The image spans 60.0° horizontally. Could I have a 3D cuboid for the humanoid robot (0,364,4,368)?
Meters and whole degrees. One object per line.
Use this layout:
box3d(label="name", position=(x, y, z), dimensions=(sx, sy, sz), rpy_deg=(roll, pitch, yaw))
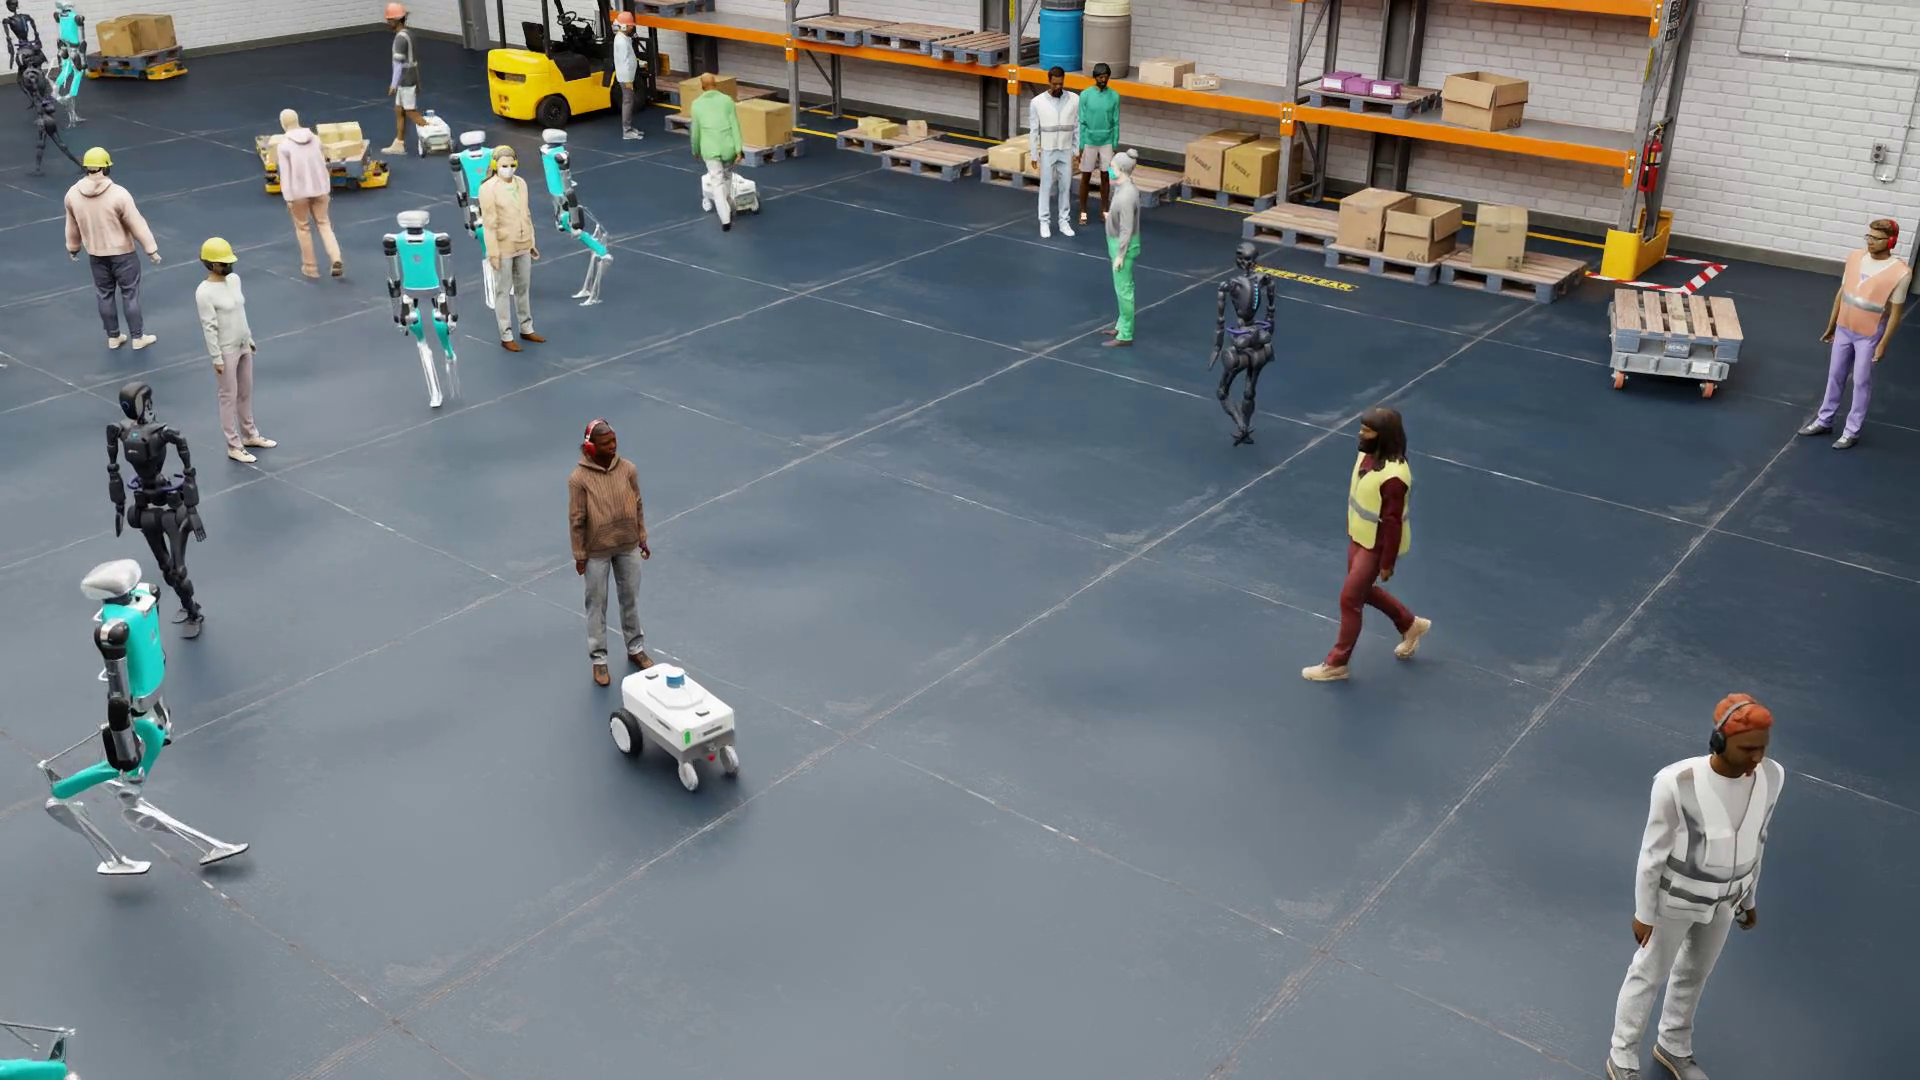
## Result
box3d(label="humanoid robot", position=(-8.946, -2.310, 14.750), dimensions=(0.882, 1.846, 0.532), rpy_deg=(3, 26, 7))

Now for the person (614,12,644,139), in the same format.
box3d(label="person", position=(-4.669, -6.540, 23.424), dimensions=(0.351, 1.738, 0.571), rpy_deg=(-5, 26, -11))

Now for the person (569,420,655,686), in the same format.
box3d(label="person", position=(-2.078, 0.054, 9.864), dimensions=(0.470, 1.651, 0.326), rpy_deg=(-16, 30, -30))

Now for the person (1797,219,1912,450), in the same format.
box3d(label="person", position=(7.119, -1.633, 13.139), dimensions=(0.390, 1.846, 0.565), rpy_deg=(-11, 28, -22))

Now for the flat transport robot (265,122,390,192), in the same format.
box3d(label="flat transport robot", position=(-8.028, -4.622, 21.143), dimensions=(1.431, 0.231, 0.659), rpy_deg=(-5, 26, -11))

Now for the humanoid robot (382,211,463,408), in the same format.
box3d(label="humanoid robot", position=(-4.424, -1.871, 13.883), dimensions=(0.542, 1.886, 0.724), rpy_deg=(-5, 26, -9))

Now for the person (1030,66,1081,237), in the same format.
box3d(label="person", position=(1.067, -4.381, 18.764), dimensions=(0.602, 1.906, 0.414), rpy_deg=(-8, 27, -16))

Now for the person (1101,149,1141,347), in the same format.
box3d(label="person", position=(1.496, -2.695, 15.352), dimensions=(0.343, 1.835, 0.510), rpy_deg=(3, 26, 7))

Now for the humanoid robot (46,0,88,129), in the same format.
box3d(label="humanoid robot", position=(-13.027, -6.833, 24.163), dimensions=(0.552, 1.898, 0.791), rpy_deg=(11, 28, 22))

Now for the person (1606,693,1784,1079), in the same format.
box3d(label="person", position=(2.968, 1.457, 6.701), dimensions=(0.572, 1.882, 0.356), rpy_deg=(-7, 27, -14))

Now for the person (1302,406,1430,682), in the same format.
box3d(label="person", position=(2.483, 0.021, 9.834), dimensions=(0.762, 1.748, 0.476), rpy_deg=(-4, 26, -8))

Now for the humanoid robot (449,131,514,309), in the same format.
box3d(label="humanoid robot", position=(-4.717, -3.239, 16.618), dimensions=(0.579, 1.782, 0.888), rpy_deg=(-6, 26, -12))

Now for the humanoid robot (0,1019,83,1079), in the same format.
box3d(label="humanoid robot", position=(-3.631, 1.842, 6.196), dimensions=(0.569, 1.898, 0.779), rpy_deg=(19, 32, 34))

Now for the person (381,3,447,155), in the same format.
box3d(label="person", position=(-7.452, -6.176, 22.359), dimensions=(0.873, 2.012, 0.611), rpy_deg=(-5, 26, -9))

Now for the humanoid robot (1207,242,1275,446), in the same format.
box3d(label="humanoid robot", position=(2.283, -1.520, 13.090), dimensions=(0.584, 1.645, 0.455), rpy_deg=(-12, 28, -24))

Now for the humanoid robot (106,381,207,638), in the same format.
box3d(label="humanoid robot", position=(-5.004, -0.198, 10.367), dimensions=(0.601, 1.642, 0.494), rpy_deg=(2, 26, 5))

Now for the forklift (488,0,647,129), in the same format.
box3d(label="forklift", position=(-5.874, -7.334, 24.552), dimensions=(1.214, 2.155, 2.313), rpy_deg=(19, 32, 34))

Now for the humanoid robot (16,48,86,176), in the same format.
box3d(label="humanoid robot", position=(-11.777, -5.480, 21.370), dimensions=(0.799, 1.627, 0.609), rpy_deg=(-13, 29, -24))

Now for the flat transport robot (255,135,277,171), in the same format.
box3d(label="flat transport robot", position=(-9.084, -5.237, 22.417), dimensions=(0.659, 0.231, 1.431), rpy_deg=(-12, 28, -23))

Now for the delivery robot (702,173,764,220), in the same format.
box3d(label="delivery robot", position=(-2.736, -4.138, 19.823), dimensions=(0.499, 0.606, 0.790), rpy_deg=(-23, 34, -39))

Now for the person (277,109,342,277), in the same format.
box3d(label="person", position=(-6.730, -3.564, 17.233), dimensions=(0.630, 1.755, 0.553), rpy_deg=(22, 34, 38))

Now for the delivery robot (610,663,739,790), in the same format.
box3d(label="delivery robot", position=(-1.559, 0.975, 9.195), dimensions=(0.499, 0.570, 0.750), rpy_deg=(-21, 33, -36))

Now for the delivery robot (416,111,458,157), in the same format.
box3d(label="delivery robot", position=(-7.203, -5.559, 22.765), dimensions=(0.499, 0.604, 0.801), rpy_deg=(-12, 28, -24))

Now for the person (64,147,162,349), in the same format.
box3d(label="person", position=(-7.781, -2.650, 15.237), dimensions=(0.823, 1.853, 0.434), rpy_deg=(0, 26, 0))

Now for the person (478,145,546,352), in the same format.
box3d(label="person", position=(-4.143, -2.690, 15.299), dimensions=(0.402, 1.876, 0.552), rpy_deg=(16, 30, 30))

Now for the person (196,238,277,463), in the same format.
box3d(label="person", position=(-5.639, -1.484, 12.924), dimensions=(0.325, 1.765, 0.532), rpy_deg=(4, 26, 8))

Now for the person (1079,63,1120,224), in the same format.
box3d(label="person", position=(1.600, -4.595, 19.284), dimensions=(0.499, 1.843, 0.398), rpy_deg=(-2, 26, -5))

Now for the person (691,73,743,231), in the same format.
box3d(label="person", position=(-2.808, -4.501, 19.214), dimensions=(0.548, 1.715, 0.889), rpy_deg=(-7, 27, -14))

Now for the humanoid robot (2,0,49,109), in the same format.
box3d(label="humanoid robot", position=(-14.139, -7.375, 25.220), dimensions=(0.358, 1.645, 0.612), rpy_deg=(11, 28, 21))

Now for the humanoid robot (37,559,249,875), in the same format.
box3d(label="humanoid robot", position=(-4.052, 0.931, 7.959), dimensions=(0.922, 1.768, 0.541), rpy_deg=(-2, 26, -4))

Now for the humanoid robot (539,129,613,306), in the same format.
box3d(label="humanoid robot", position=(-3.746, -3.228, 16.537), dimensions=(0.699, 1.752, 0.531), rpy_deg=(-16, 30, -30))

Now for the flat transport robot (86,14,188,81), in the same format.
box3d(label="flat transport robot", position=(-13.823, -7.907, 27.946), dimensions=(1.431, 0.231, 0.659), rpy_deg=(5, 26, 10))
